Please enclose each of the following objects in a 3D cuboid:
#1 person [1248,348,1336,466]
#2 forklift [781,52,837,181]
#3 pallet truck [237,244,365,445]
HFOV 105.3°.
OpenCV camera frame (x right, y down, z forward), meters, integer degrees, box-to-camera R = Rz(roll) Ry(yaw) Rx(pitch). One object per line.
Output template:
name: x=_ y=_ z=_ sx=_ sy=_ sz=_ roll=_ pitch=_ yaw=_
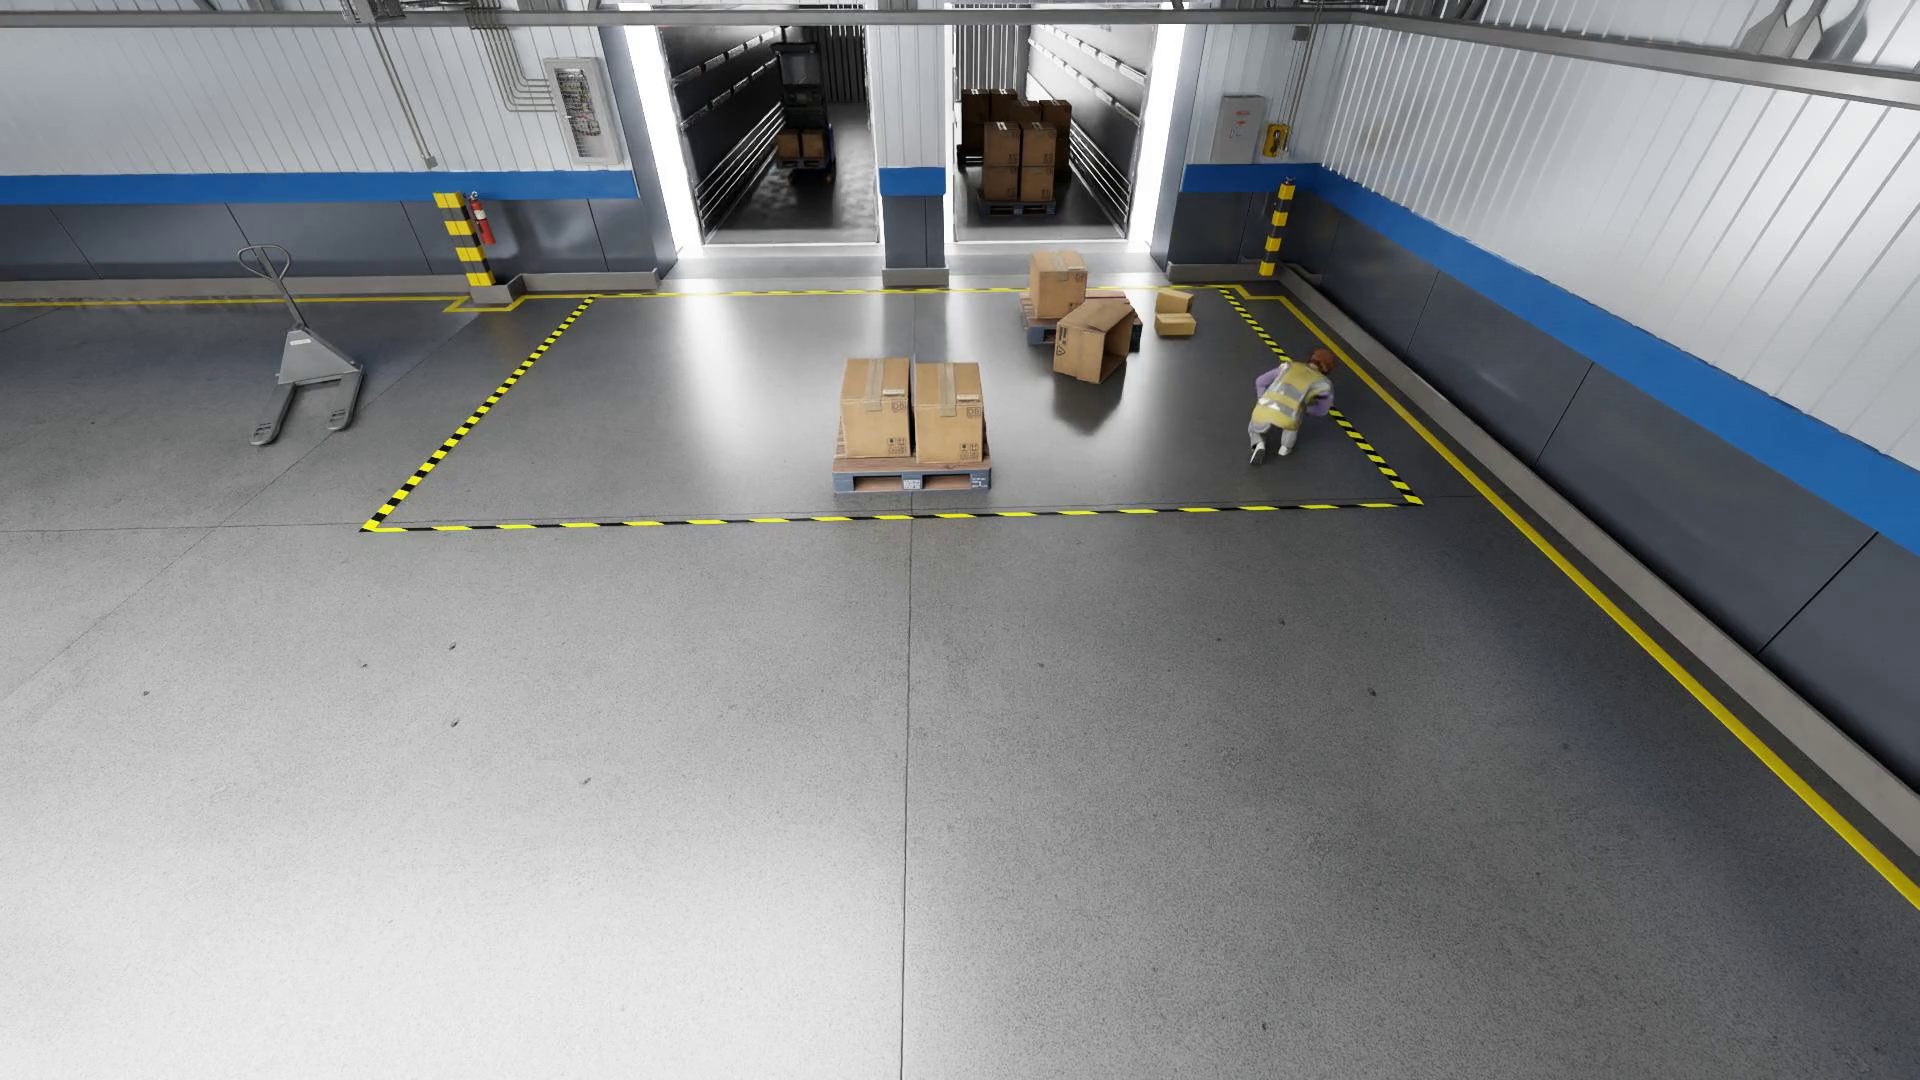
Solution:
person: x=2.615 y=-1.075 z=5.932 sx=0.644 sy=0.810 sz=0.917 roll=24 pitch=44 yaw=27
forklift: x=-2.756 y=-7.808 z=13.378 sx=0.716 sy=2.013 sz=0.776 roll=-1 pitch=38 yaw=-2
pallet truck: x=-5.915 y=-1.733 z=6.366 sx=0.680 sy=1.201 sz=1.601 roll=-18 pitch=42 yaw=-21
